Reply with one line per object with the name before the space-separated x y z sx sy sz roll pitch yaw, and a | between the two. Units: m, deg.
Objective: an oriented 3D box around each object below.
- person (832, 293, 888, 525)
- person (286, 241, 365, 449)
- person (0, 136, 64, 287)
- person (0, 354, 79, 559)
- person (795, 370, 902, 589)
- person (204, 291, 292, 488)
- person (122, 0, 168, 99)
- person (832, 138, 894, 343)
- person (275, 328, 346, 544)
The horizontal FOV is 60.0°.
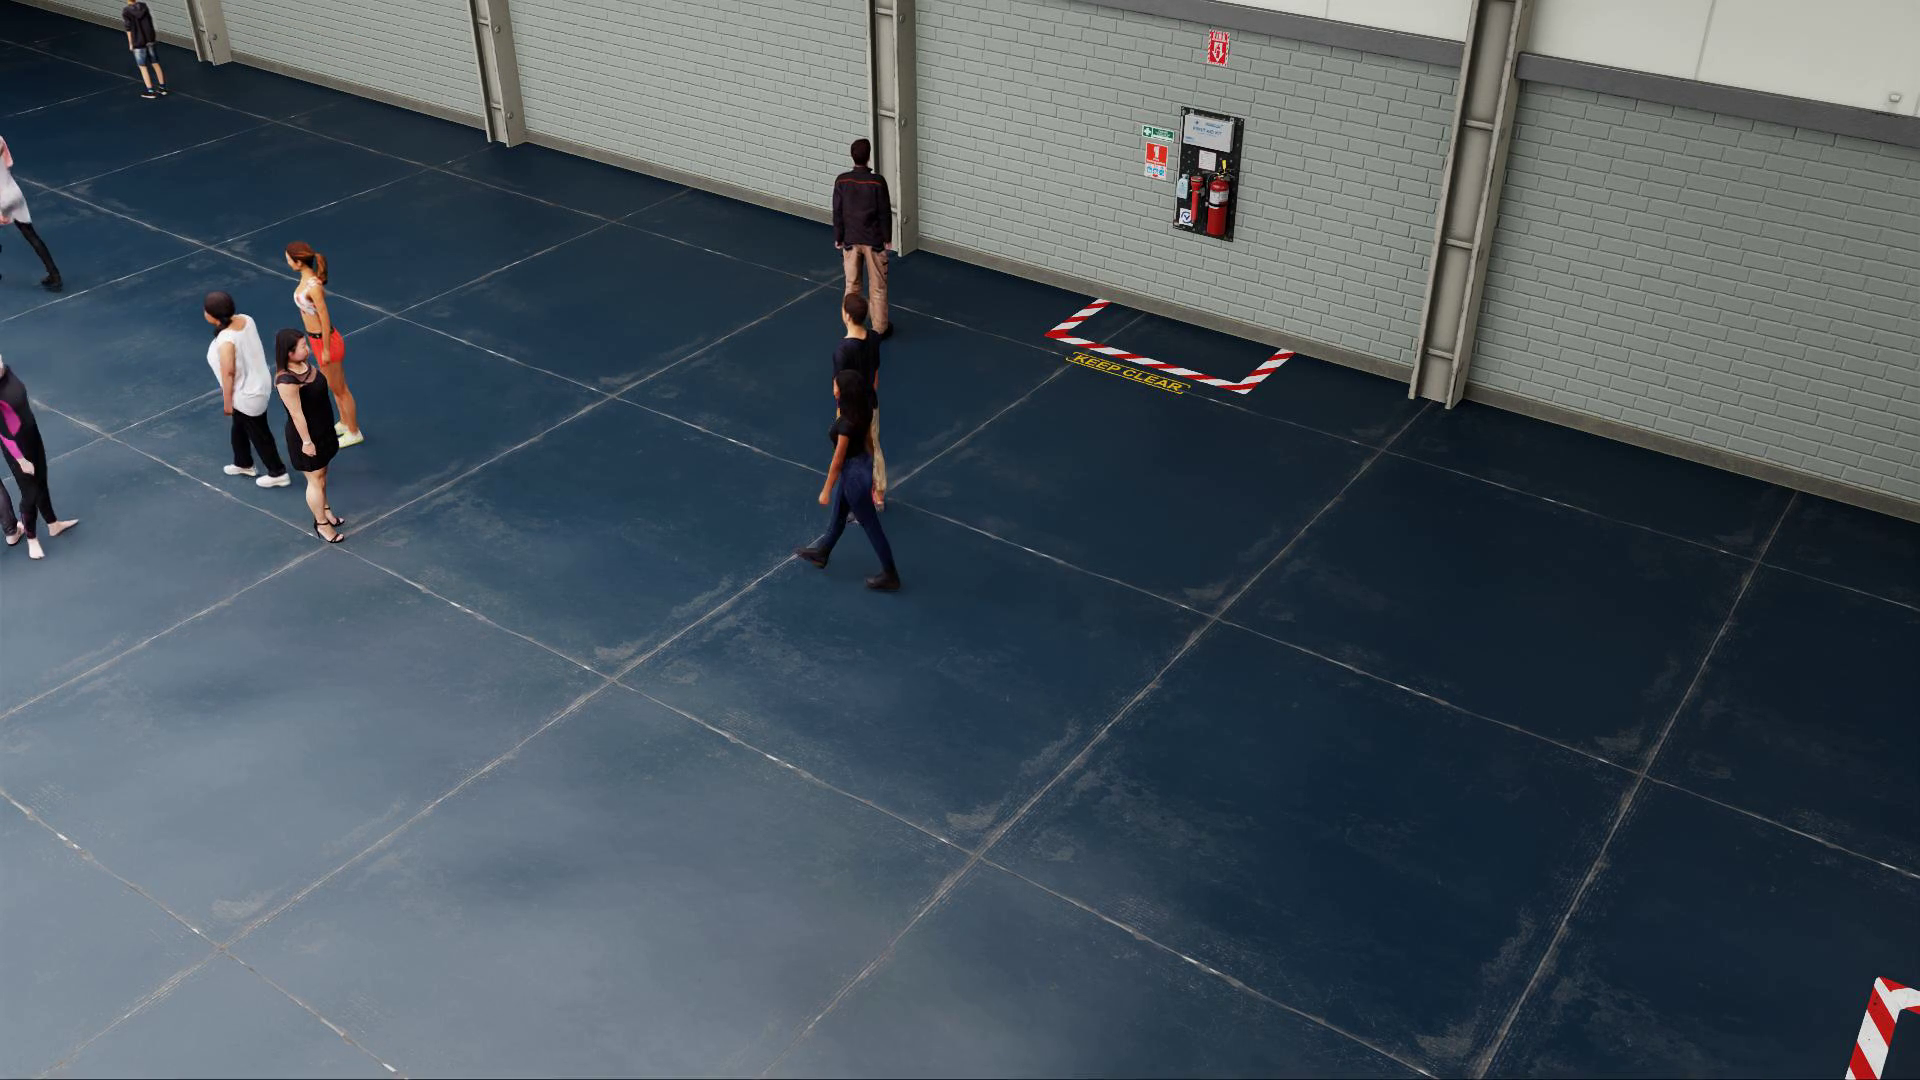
person | -0.763 -0.992 12.590 0.504 1.857 0.640 20 38 29
person | -5.199 -1.612 13.636 0.702 1.789 0.594 -16 36 -24
person | -9.285 -3.283 16.325 1.258 1.746 0.874 10 34 15
person | -6.941 -0.742 12.317 0.774 1.723 0.759 -10 34 -15
person | -0.638 -0.377 11.758 1.141 1.702 0.833 8 33 12
person | -5.547 -1.170 13.044 0.973 1.673 0.900 -2 32 -3
person | -10.706 -6.538 21.764 0.512 1.447 0.534 19 37 27
person | -0.891 -2.755 15.320 0.719 1.925 0.855 3 32 5
person | -4.855 -0.787 12.394 0.815 1.718 0.745 -7 33 -11
